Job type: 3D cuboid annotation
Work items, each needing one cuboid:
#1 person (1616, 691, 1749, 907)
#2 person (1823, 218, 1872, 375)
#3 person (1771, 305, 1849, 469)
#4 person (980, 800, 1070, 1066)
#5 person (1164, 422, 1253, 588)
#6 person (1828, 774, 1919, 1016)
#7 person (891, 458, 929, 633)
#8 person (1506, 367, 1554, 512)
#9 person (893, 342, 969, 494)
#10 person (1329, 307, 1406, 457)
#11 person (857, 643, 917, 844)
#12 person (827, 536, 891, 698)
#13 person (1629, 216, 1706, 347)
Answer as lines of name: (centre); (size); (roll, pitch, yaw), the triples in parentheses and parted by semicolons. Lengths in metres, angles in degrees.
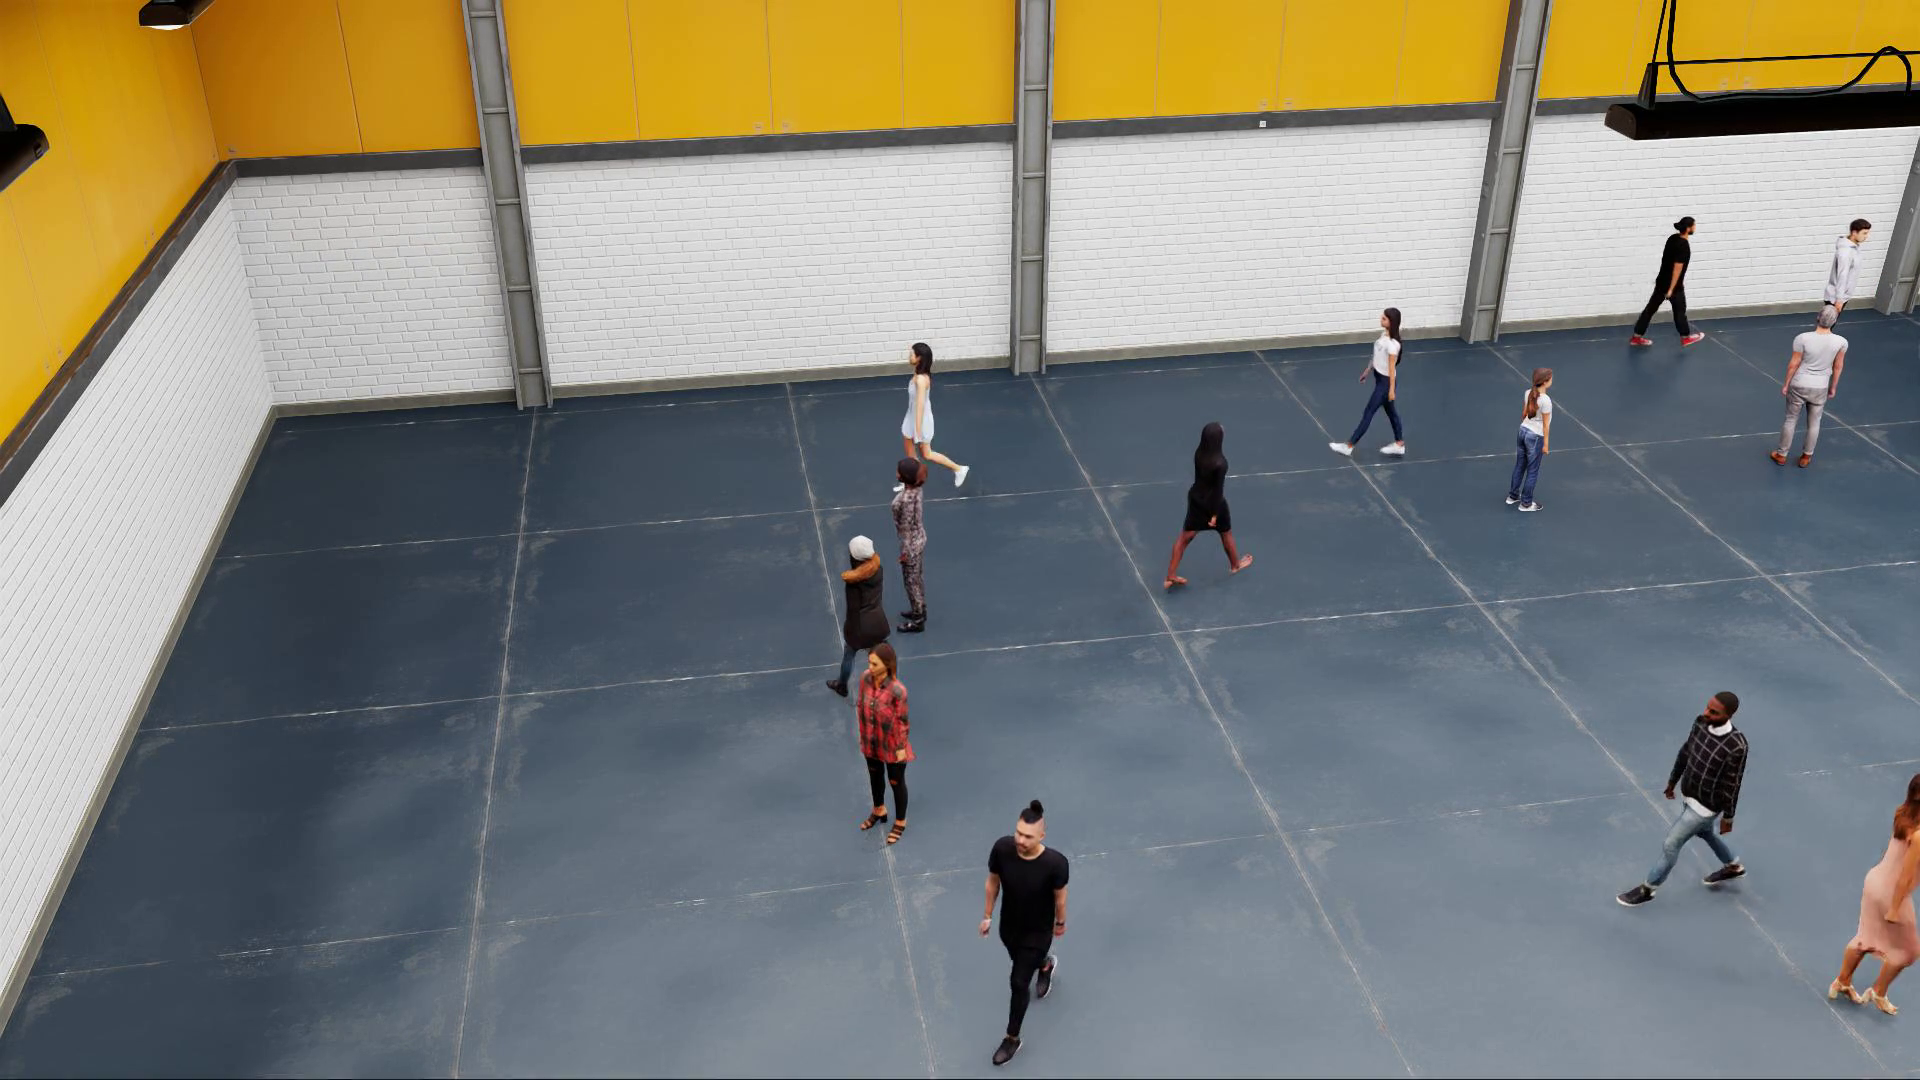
person: (5.304, 1.815, 11.674); (1.229, 1.776, 0.688); (-4, 29, -8)
person: (10.733, -3.007, 20.353); (0.825, 1.931, 0.770); (18, 33, 29)
person: (9.191, -1.659, 17.984); (0.670, 1.832, 0.833); (8, 30, 14)
person: (0.448, 2.375, 10.592); (1.189, 1.828, 1.203); (16, 32, 27)
person: (2.242, -0.287, 15.642); (1.275, 1.665, 0.917); (-16, 32, -27)
person: (5.929, 2.282, 10.778); (0.767, 1.814, 0.731); (8, 30, 14)
person: (-0.435, 0.039, 14.994); (0.652, 1.715, 0.647); (5, 29, 8)
person: (5.914, -1.062, 17.172); (0.582, 1.560, 0.579); (-11, 31, -20)
person: (-0.320, -1.241, 17.343); (1.029, 1.712, 0.614); (-2, 29, -4)
person: (4.723, -1.687, 18.143); (1.147, 1.729, 0.789); (2, 29, 4)
person: (-0.557, 1.488, 12.351); (0.704, 1.701, 0.753); (21, 35, 33)
person: (-0.714, 0.742, 13.832); (1.083, 1.592, 1.072); (22, 35, 34)
person: (8.858, -3.213, 20.964); (1.142, 1.706, 0.673); (-3, 29, -6)
